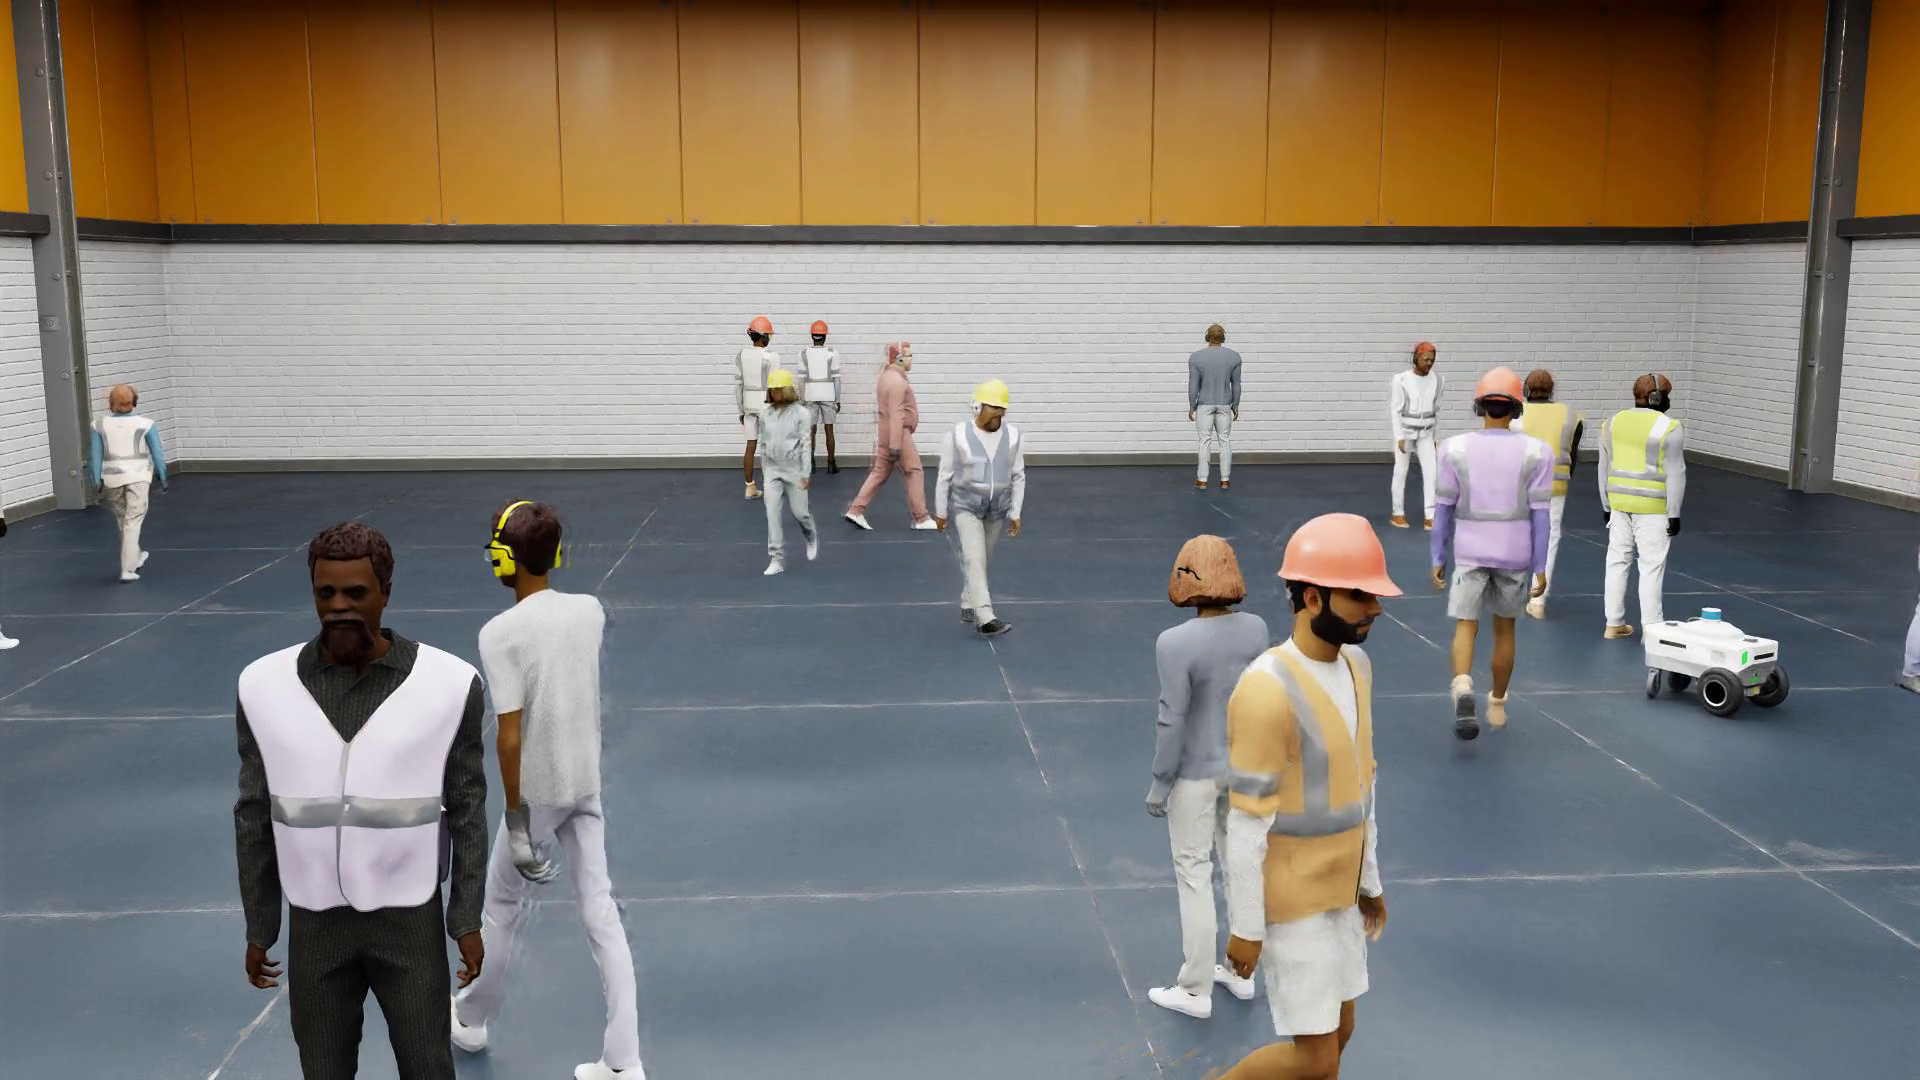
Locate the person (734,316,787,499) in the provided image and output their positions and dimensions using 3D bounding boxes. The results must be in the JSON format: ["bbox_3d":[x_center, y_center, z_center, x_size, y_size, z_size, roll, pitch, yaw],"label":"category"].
[{"bbox_3d":[-2.208,-1.458,18.507,0.614,2.043,0.373,5,10,29],"label":"person"}]

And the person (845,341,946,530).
[{"bbox_3d":[-0.668,-1.010,16.248,0.957,1.868,0.640,-3,9,-17],"label":"person"}]

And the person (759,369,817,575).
[{"bbox_3d":[-1.448,-0.592,14.051,0.488,1.726,0.643,3,9,16],"label":"person"}]

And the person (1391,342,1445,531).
[{"bbox_3d":[4.475,-0.998,16.244,0.578,1.845,0.867,-1,9,-7],"label":"person"}]

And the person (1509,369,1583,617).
[{"bbox_3d":[4.279,-0.369,12.437,0.622,1.795,0.915,2,9,10],"label":"person"}]

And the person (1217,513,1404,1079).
[{"bbox_3d":[0.850,0.872,4.263,0.520,1.918,0.546,7,11,36],"label":"person"}]

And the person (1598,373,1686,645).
[{"bbox_3d":[4.642,-0.210,11.312,0.430,1.841,0.624,-6,11,-32],"label":"person"}]

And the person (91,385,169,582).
[{"bbox_3d":[-6.846,-0.480,13.760,0.532,1.587,0.875,-1,9,-8],"label":"person"}]

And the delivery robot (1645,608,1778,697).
[{"bbox_3d":[4.368,0.640,9.699,0.477,0.478,0.707,-5,11,-30],"label":"delivery robot"}]

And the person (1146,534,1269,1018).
[{"bbox_3d":[0.839,0.794,5.645,0.507,1.631,0.265,-7,11,-37],"label":"person"}]

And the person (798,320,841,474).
[{"bbox_3d":[-1.762,-1.792,20.934,0.543,1.938,0.356,0,9,3],"label":"person"}]

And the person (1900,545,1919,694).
[{"bbox_3d":[5.871,0.093,9.745,0.548,1.731,0.623,-3,9,-16],"label":"person"}]

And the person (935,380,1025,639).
[{"bbox_3d":[0.141,-0.226,11.612,0.603,1.784,0.876,-4,10,-21],"label":"person"}]

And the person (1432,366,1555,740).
[{"bbox_3d":[2.837,0.086,8.919,0.610,2.023,0.803,3,10,20],"label":"person"}]

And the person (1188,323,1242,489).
[{"bbox_3d":[2.972,-1.559,19.471,0.630,1.940,0.372,-1,9,-4],"label":"person"}]

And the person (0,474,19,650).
[{"bbox_3d":[-6.598,-0.202,10.976,0.584,1.929,0.371,0,9,0],"label":"person"}]

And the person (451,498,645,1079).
[{"bbox_3d":[-1.323,0.777,5.153,0.972,1.819,0.505,7,11,37],"label":"person"}]

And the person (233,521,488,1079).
[{"bbox_3d":[-1.449,0.902,4.076,0.593,1.919,0.391,-1,9,-8],"label":"person"}]
